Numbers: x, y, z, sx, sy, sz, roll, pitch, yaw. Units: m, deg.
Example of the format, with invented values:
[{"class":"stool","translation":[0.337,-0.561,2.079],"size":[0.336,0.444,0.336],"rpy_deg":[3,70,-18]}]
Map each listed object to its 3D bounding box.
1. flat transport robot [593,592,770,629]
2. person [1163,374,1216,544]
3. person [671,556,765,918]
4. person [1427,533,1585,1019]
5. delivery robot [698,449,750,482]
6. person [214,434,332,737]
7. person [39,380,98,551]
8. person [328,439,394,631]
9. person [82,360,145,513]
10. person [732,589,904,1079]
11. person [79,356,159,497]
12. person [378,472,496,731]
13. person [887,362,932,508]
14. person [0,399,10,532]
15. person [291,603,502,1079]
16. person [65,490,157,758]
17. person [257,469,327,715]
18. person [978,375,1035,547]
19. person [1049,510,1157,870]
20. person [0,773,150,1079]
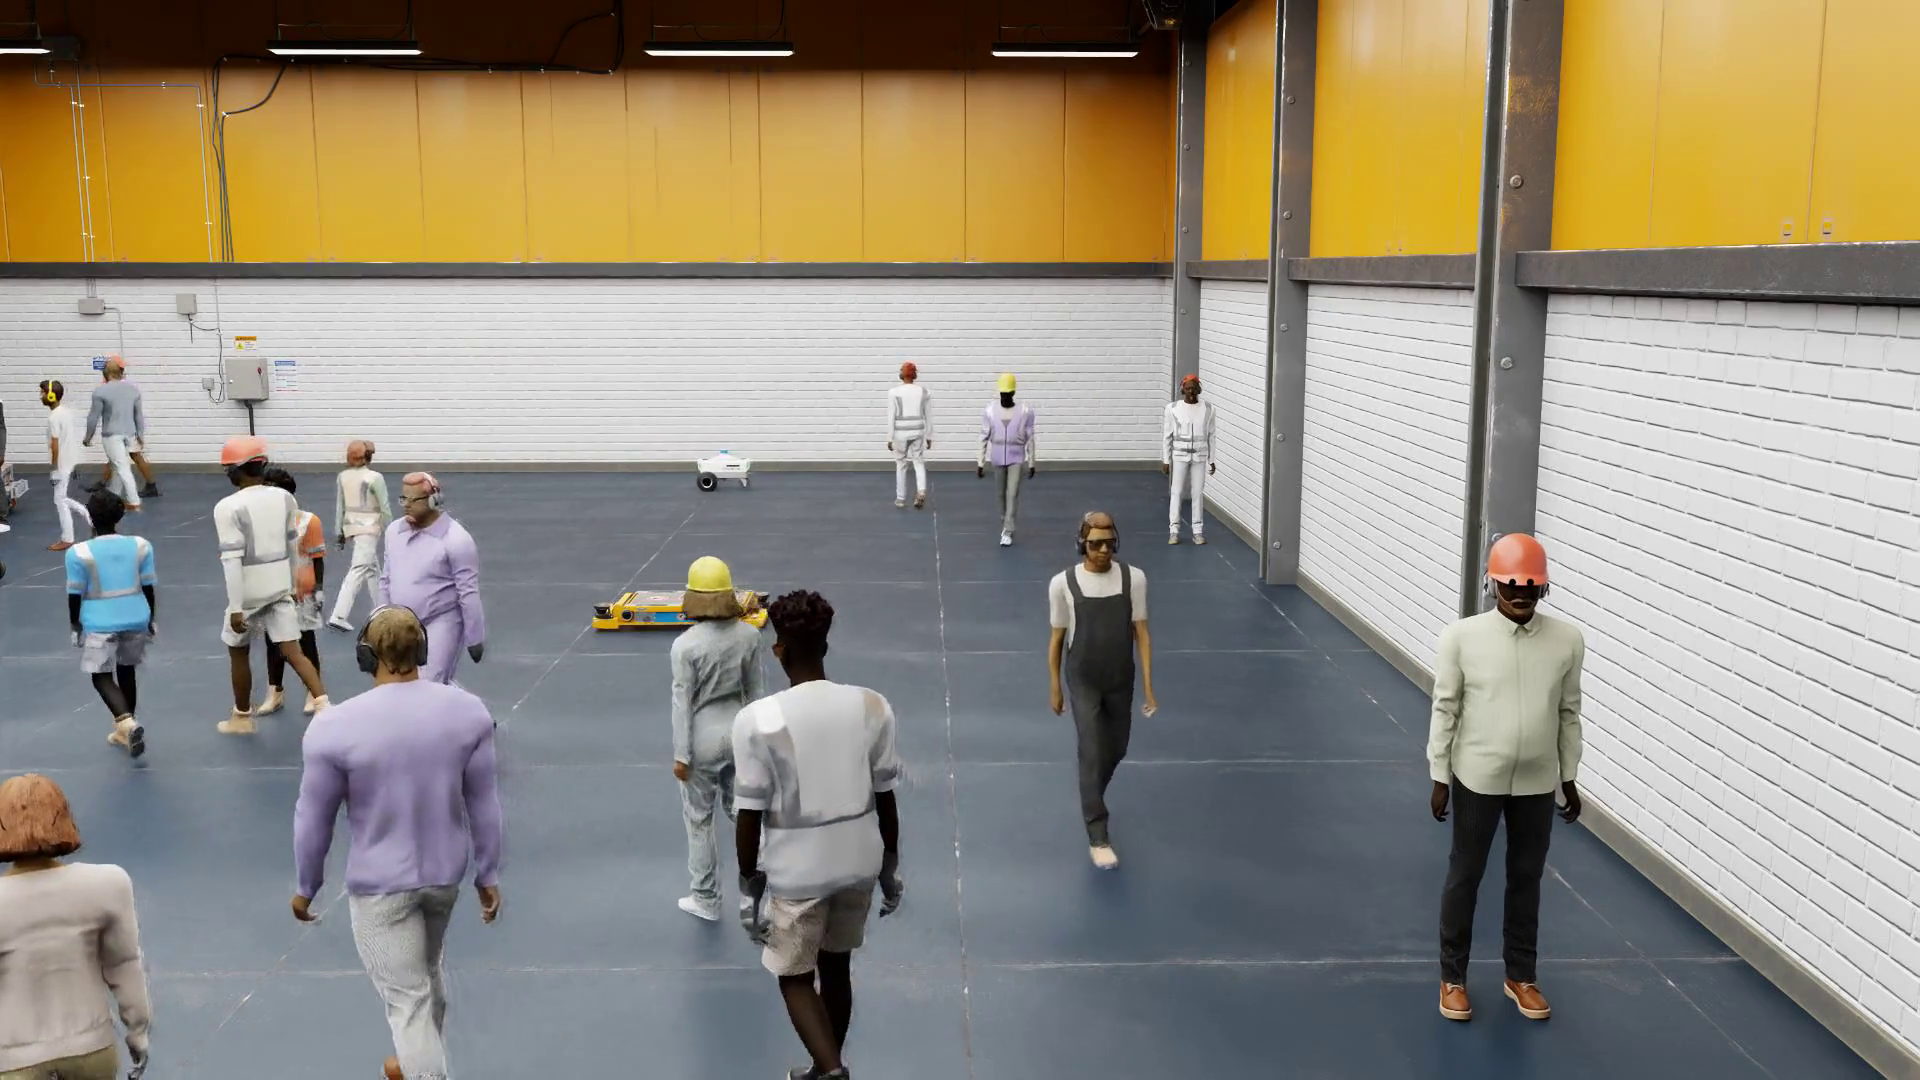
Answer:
[{"class":"flat transport robot","translation":[-2.364,0.590,14.218],"size":[1.431,0.197,0.652],"rpy_deg":[0,9,-1]},{"class":"person","translation":[2.531,-0.886,18.335],"size":[0.586,1.882,0.341],"rpy_deg":[0,9,-1]},{"class":"person","translation":[-1.082,0.937,7.652],"size":[0.488,1.729,0.578],"rpy_deg":[-9,13,-44]},{"class":"person","translation":[2.206,0.954,6.713],"size":[0.625,1.992,0.388],"rpy_deg":[0,9,-1]},{"class":"delivery robot","translation":[-3.237,-1.006,22.846],"size":[0.707,0.478,0.477],"rpy_deg":[-1,9,-7]},{"class":"person","translation":[-4.398,0.323,10.618],"size":[1.001,2.004,0.625],"rpy_deg":[5,10,28]},{"class":"person","translation":[-9.599,-0.798,17.885],"size":[0.506,1.859,0.519],"rpy_deg":[-2,10,-14]},{"class":"person","translation":[-5.086,-0.052,14.078],"size":[0.503,1.600,0.849],"rpy_deg":[6,11,32]},{"class":"person","translation":[-10.572,-1.291,20.762],"size":[0.888,1.898,0.633],"rpy_deg":[4,10,23]},{"class":"person","translation":[-0.447,1.148,5.712],"size":[0.627,1.935,0.750],"rpy_deg":[-5,11,-29]},{"class":"person","translation":[-11.138,-1.475,21.937],"size":[0.994,1.881,0.573],"rpy_deg":[-4,10,-21]},{"class":"person","translation":[-3.075,0.506,9.852],"size":[0.629,1.873,0.905],"rpy_deg":[6,11,32]},{"class":"person","translation":[-0.638,-1.318,21.065],"size":[0.587,1.862,0.739],"rpy_deg":[-3,10,-17]},{"class":"person","translation":[-11.222,-1.033,19.134],"size":[0.597,1.916,0.370],"rpy_deg":[3,10,18]},{"class":"person","translation":[-1.970,1.159,5.758],"size":[0.899,1.901,0.643],"rpy_deg":[9,13,44]},{"class":"person","translation":[-5.220,0.528,10.315],"size":[0.695,1.676,0.539],"rpy_deg":[8,12,41]},{"class":"person","translation":[-4.579,0.355,11.300],"size":[0.542,1.695,0.316],"rpy_deg":[0,9,-1]},{"class":"person","translation":[0.519,-0.905,18.499],"size":[0.611,1.878,1.006],"rpy_deg":[2,9,13]},{"class":"person","translation":[0.714,0.725,8.696],"size":[0.530,1.821,0.862],"rpy_deg":[-2,9,-9]},{"class":"person","translation":[-2.571,1.469,4.725],"size":[0.498,1.616,0.430],"rpy_deg":[-8,12,-39]}]
